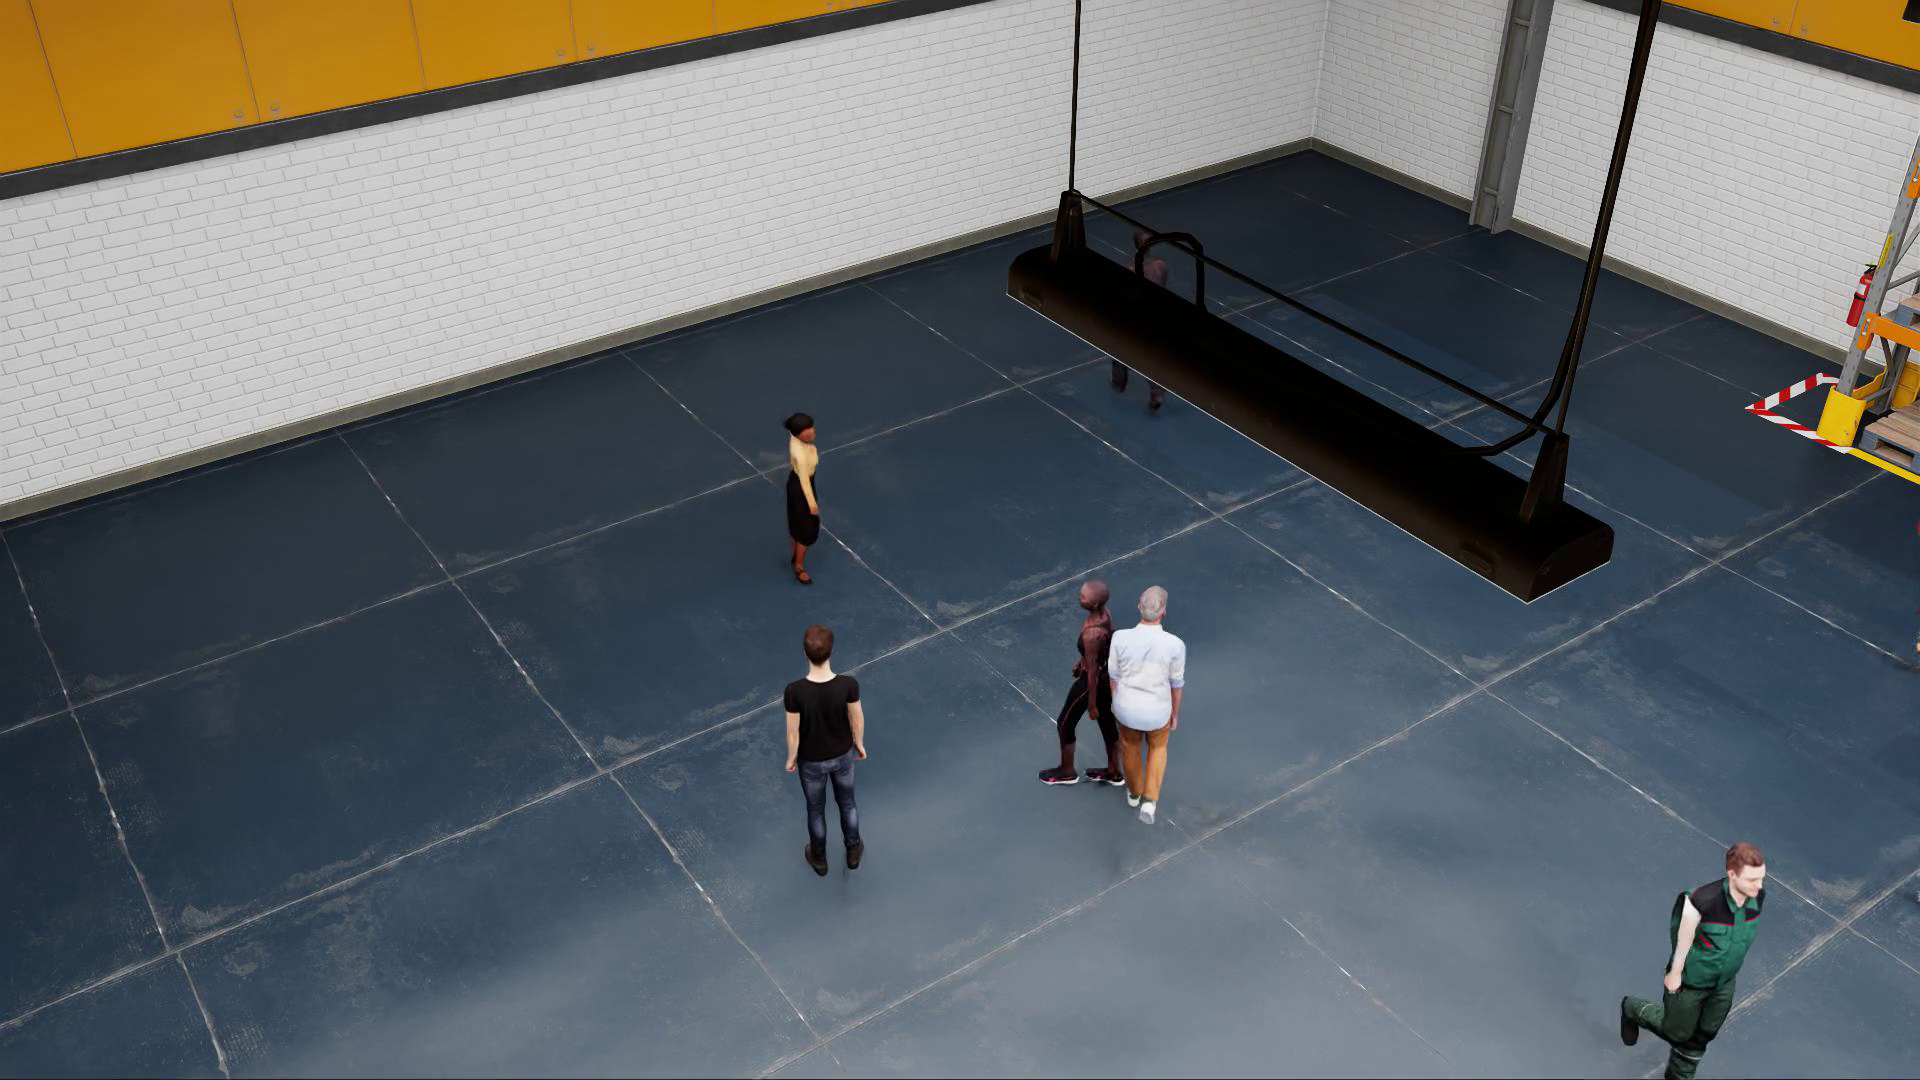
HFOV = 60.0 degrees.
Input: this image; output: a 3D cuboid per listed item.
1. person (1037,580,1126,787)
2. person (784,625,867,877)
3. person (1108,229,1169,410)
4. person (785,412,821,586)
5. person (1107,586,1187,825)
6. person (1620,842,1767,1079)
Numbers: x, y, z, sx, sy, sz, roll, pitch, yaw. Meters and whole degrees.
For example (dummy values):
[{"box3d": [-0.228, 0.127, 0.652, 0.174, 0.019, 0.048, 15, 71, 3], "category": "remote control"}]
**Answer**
[{"box3d": [1.030, 1.024, 11.483, 0.953, 1.738, 0.855, 13, 36, 18], "category": "person"}, {"box3d": [-0.870, 1.386, 10.797, 0.752, 1.894, 0.692, -8, 34, -11], "category": "person"}, {"box3d": [1.769, -2.108, 16.132, 0.937, 1.807, 1.233, -10, 35, -15], "category": "person"}, {"box3d": [-1.340, -0.405, 13.731, 0.785, 1.628, 0.597, -14, 36, -20], "category": "person"}, {"box3d": [1.226, 1.165, 11.209, 0.978, 1.804, 1.030, 8, 34, 12], "category": "person"}, {"box3d": [4.136, 2.373, 9.371, 0.820, 1.829, 0.986, -10, 35, -14], "category": "person"}]
